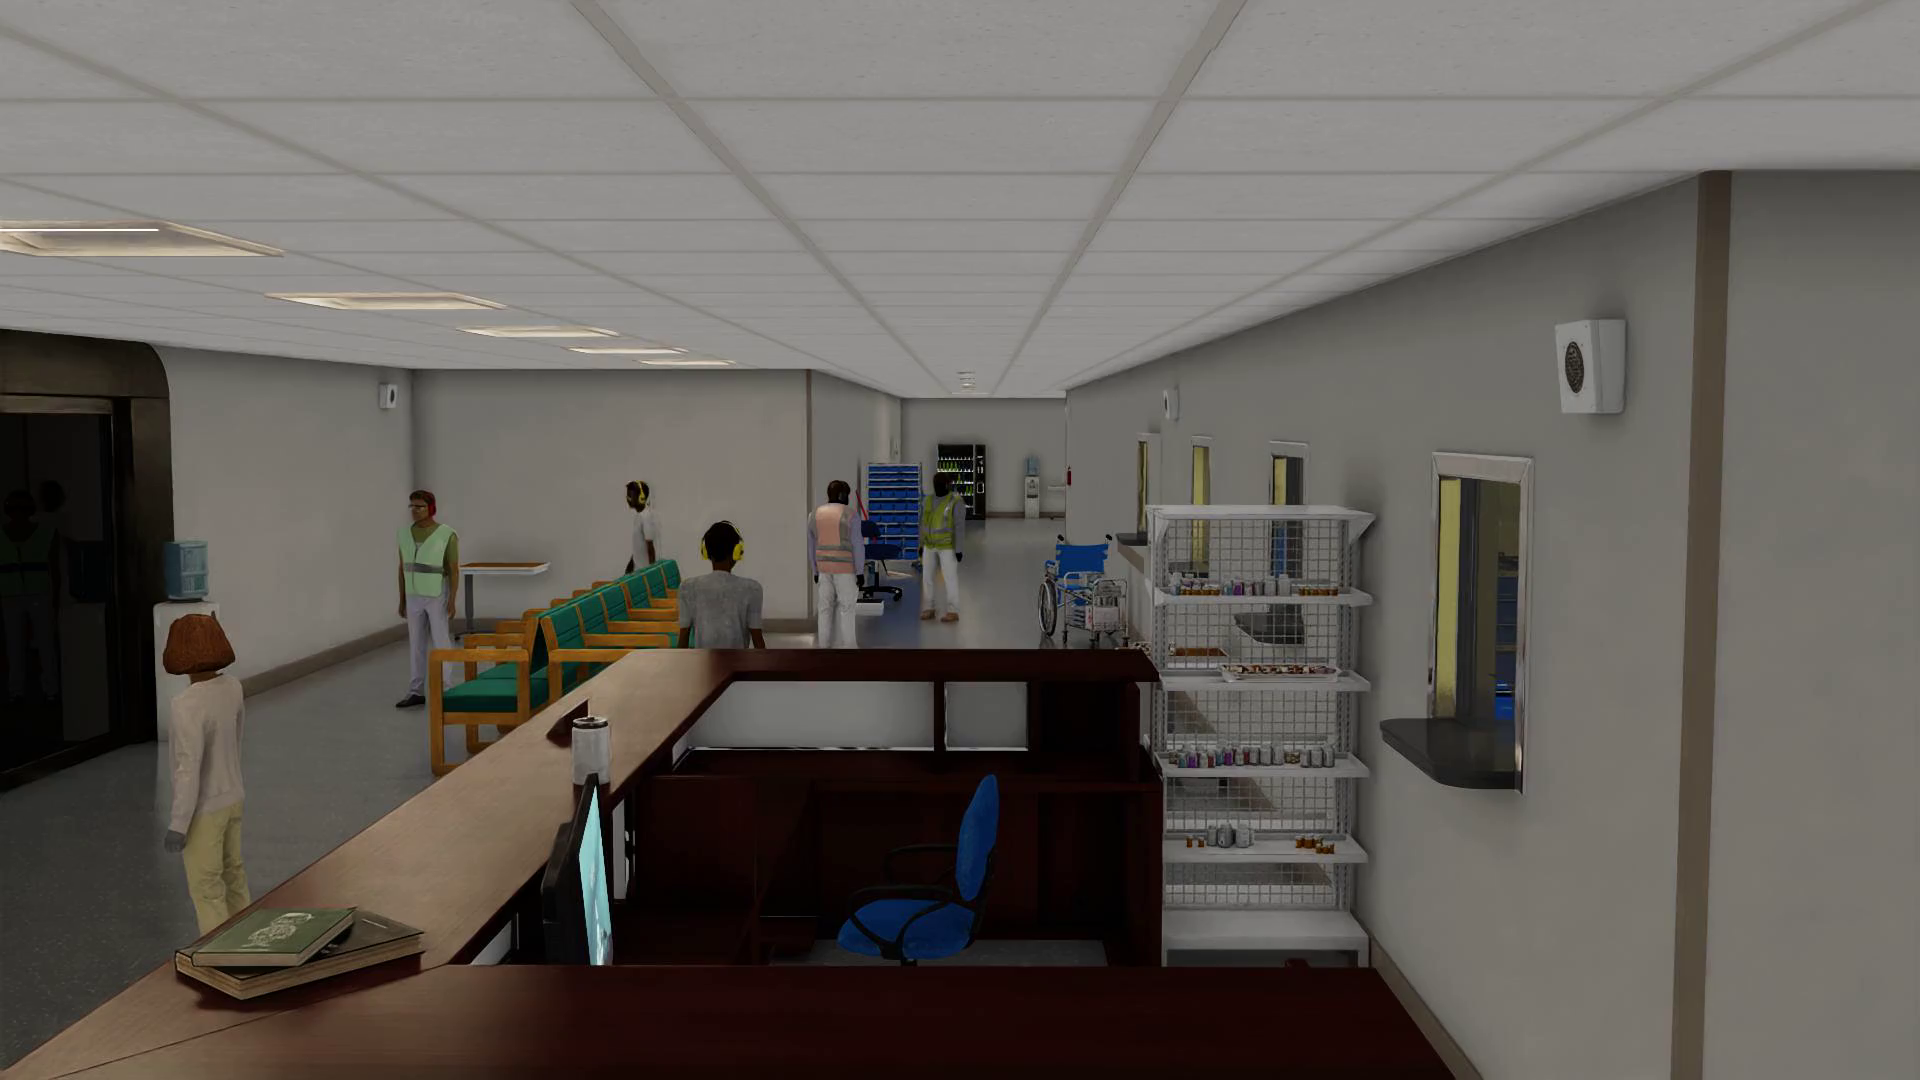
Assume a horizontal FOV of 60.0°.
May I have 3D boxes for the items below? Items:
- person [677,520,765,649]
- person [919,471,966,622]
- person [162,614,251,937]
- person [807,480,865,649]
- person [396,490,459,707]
[{"bbox_3d":[-1.329,0.826,9.320,0.534,1.864,0.309,0,4,5],"label":"person"},{"bbox_3d":[-0.224,0.081,20.056,0.640,1.823,0.431,3,5,38],"label":"person"},{"bbox_3d":[-3.103,1.116,6.832,0.279,1.634,0.498,0,4,0],"label":"person"},{"bbox_3d":[-1.213,0.317,16.660,0.619,1.838,0.430,2,5,27],"label":"person"},{"bbox_3d":[-4.484,0.497,14.047,0.565,1.846,0.388,1,4,17],"label":"person"}]
